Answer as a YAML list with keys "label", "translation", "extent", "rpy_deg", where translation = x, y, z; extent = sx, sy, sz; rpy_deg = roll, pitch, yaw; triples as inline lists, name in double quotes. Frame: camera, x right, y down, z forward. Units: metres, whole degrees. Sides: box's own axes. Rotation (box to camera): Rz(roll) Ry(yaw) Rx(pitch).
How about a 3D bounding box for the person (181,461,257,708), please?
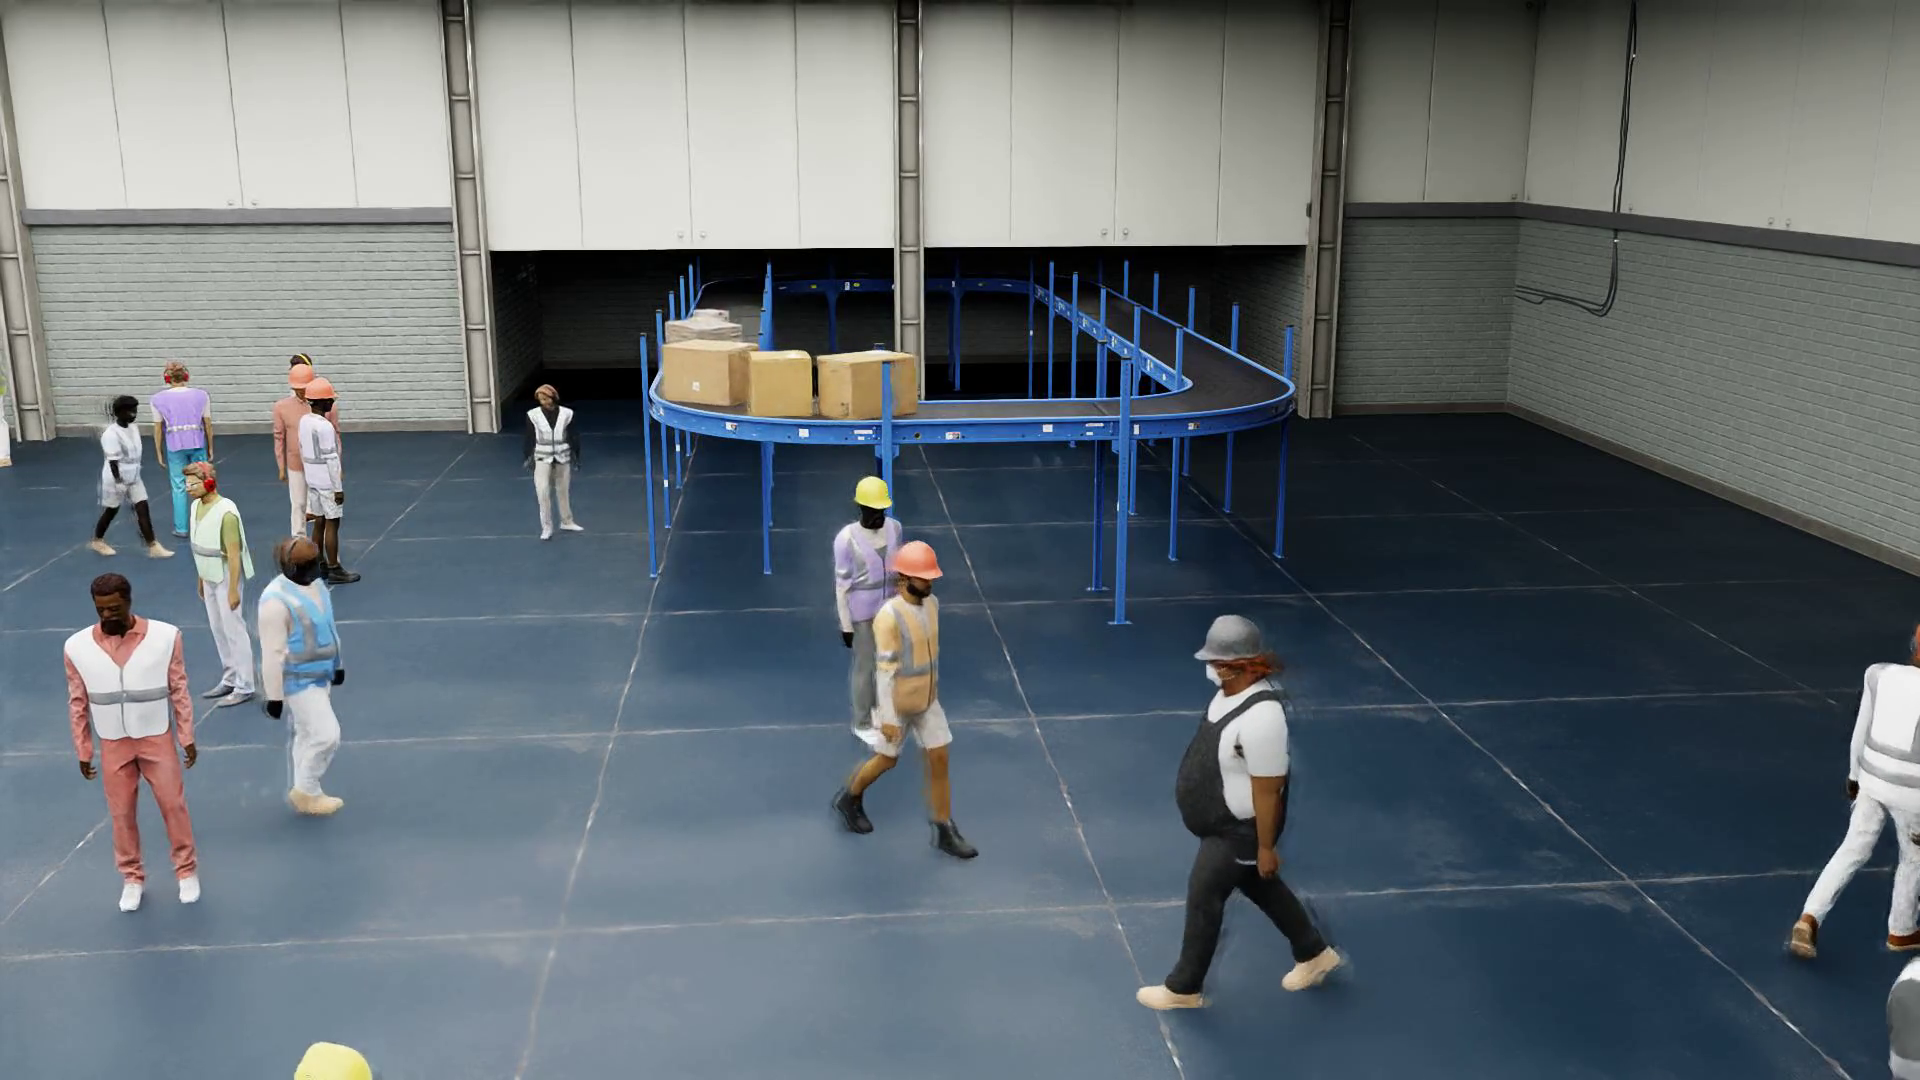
- label: "person"
  translation: [-5.478, 0.311, 12.340]
  extent: [0.568, 1.833, 0.406]
  rpy_deg: [12, 19, 40]

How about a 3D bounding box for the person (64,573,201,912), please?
- label: "person"
  translation: [-4.511, 1.084, 9.100]
  extent: [0.601, 1.905, 0.388]
  rpy_deg: [-5, 15, -18]

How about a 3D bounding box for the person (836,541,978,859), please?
- label: "person"
  translation: [-0.347, 0.908, 9.824]
  extent: [0.959, 1.903, 0.559]
  rpy_deg: [10, 17, 35]

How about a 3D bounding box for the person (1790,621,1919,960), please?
- label: "person"
  translation: [4.693, 1.276, 8.434]
  extent: [0.886, 1.855, 0.602]
  rpy_deg: [-6, 15, -23]

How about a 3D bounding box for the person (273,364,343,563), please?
- label: "person"
  translation: [-6.332, -0.729, 16.187]
  extent: [0.609, 1.984, 0.398]
  rpy_deg: [-5, 15, -20]

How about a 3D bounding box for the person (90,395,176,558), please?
- label: "person"
  translation: [-8.289, -0.616, 16.433]
  extent: [0.856, 1.645, 0.541]
  rpy_deg: [2, 14, 9]

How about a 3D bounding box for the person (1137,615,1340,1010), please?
- label: "person"
  translation: [1.408, 1.280, 8.032]
  extent: [0.990, 2.000, 0.678]
  rpy_deg: [0, 14, 1]

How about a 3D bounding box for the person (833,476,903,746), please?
- label: "person"
  translation: [-0.599, 0.488, 11.467]
  extent: [0.612, 1.907, 0.410]
  rpy_deg: [-13, 19, -42]

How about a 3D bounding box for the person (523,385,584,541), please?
- label: "person"
  translation: [-4.227, -0.819, 17.284]
  extent: [0.589, 1.606, 0.547]
  rpy_deg: [-6, 15, -22]

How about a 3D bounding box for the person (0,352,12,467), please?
- label: "person"
  translation: [-12.221, -1.829, 20.890]
  extent: [0.430, 1.838, 0.619]
  rpy_deg: [-12, 19, -40]

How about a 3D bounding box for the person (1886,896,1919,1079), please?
- label: "person"
  translation: [3.312, 1.964, 5.447]
  extent: [0.707, 1.997, 0.723]
  rpy_deg: [-14, 19, -43]

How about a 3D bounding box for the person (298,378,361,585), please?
- label: "person"
  translation: [-5.921, -0.550, 15.564]
  extent: [0.552, 1.936, 0.360]
  rpy_deg: [13, 19, 42]

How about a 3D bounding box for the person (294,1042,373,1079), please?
- label: "person"
  translation: [-1.708, 2.246, 4.832]
  extent: [0.926, 1.717, 0.524]
  rpy_deg: [11, 18, 37]

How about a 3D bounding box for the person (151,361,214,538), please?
- label: "person"
  translation: [-8.056, -0.933, 17.314]
  extent: [0.561, 1.836, 0.393]
  rpy_deg: [-10, 17, -34]

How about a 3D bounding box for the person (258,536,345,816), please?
- label: "person"
  translation: [-3.997, 0.848, 10.203]
  extent: [0.458, 1.818, 0.731]
  rpy_deg: [0, 14, 1]
